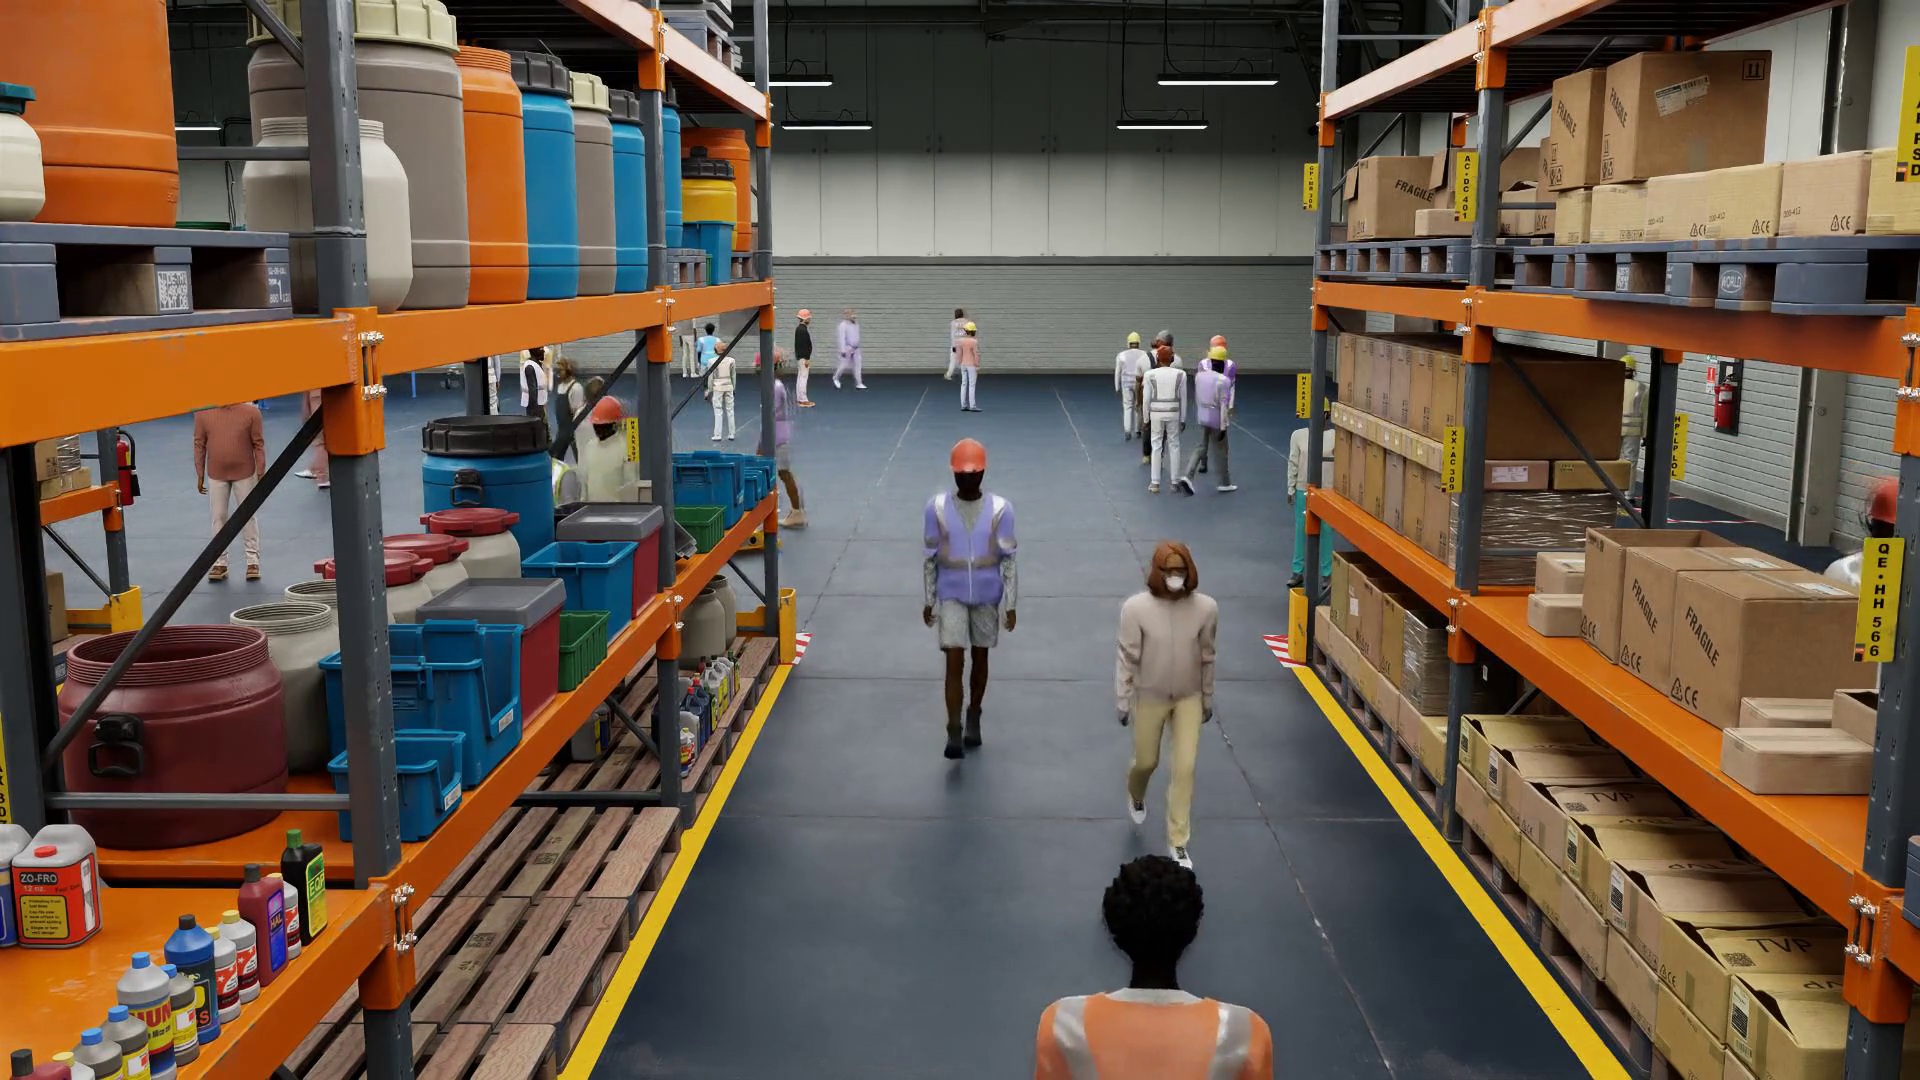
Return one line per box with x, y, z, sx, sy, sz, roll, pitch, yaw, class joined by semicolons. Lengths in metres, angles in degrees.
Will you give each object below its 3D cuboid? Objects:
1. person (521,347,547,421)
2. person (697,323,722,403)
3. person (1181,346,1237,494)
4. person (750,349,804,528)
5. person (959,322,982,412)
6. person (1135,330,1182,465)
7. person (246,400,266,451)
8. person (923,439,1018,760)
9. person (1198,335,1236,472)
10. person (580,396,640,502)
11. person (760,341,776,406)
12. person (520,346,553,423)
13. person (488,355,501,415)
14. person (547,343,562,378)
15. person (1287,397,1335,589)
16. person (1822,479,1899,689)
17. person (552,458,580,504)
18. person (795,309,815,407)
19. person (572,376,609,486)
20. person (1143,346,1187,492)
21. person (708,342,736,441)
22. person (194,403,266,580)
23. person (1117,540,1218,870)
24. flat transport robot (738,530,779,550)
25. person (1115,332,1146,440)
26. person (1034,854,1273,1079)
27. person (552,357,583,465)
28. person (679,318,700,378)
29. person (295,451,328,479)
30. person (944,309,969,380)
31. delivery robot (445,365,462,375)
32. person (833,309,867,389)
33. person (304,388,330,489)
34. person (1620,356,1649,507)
-5.863;-1.833;22.988;0.391;1.920;0.593;-1;10;-8;person
-5.286;-3.752;35.185;0.547;1.679;0.382;-3;10;-15;person
3.196;-1.533;21.284;0.905;1.894;0.606;-9;13;-43;person
-2.205;-1.120;18.473;1.003;1.995;0.639;-1;10;-9;person
0.203;-3.443;33.090;0.315;1.769;0.523;-9;13;-42;person
2.870;-2.077;24.211;0.695;2.000;0.822;5;11;28;person
-11.257;-2.322;26.170;0.646;1.832;0.495;7;12;36;person
0.063;0.361;9.903;0.569;1.896;0.930;0;9;-1;person
3.622;-1.930;23.526;0.543;1.933;0.363;1;10;4;person
-2.718;-0.187;13.116;1.075;1.930;0.627;-9;13;-44;person
-3.939;-3.546;34.106;0.286;1.631;0.501;5;11;27;person
-7.037;-2.623;27.755;0.575;1.910;0.622;1;10;8;person
-8.012;-2.671;27.922;0.601;1.948;0.387;-5;11;-27;person
-10.476;-5.110;42.918;0.487;1.844;0.523;6;11;34;person
3.235;-0.445;15.136;0.525;1.769;0.313;4;10;22;person
4.207;0.693;7.656;0.627;1.997;1.055;0;9;1;person
-3.037;0.046;12.125;0.638;1.799;0.979;2;10;14;person
-3.204;-3.753;34.264;0.393;1.991;0.626;-3;10;-17;person
-3.300;-0.542;15.258;0.488;1.924;0.649;-8;13;-41;person
2.643;-1.566;21.500;0.575;1.881;0.356;0;9;0;person
-3.953;-2.472;27.652;0.511;1.640;0.308;-6;11;-32;person
-6.802;-0.622;15.506;0.618;1.993;0.396;-2;10;-11;person
1.017;0.774;8.305;0.506;1.610;0.686;-1;10;-7;person
-2.632;0.012;16.992;1.431;0.197;0.652;-6;11;-34;flat transport robot
2.904;-2.589;27.935;0.608;1.791;0.928;1;10;9;person
0.433;1.499;3.765;0.543;1.658;0.813;1;10;8;person
-4.731;-1.336;20.353;0.916;1.812;0.523;-9;13;-44;person
-6.999;-5.123;42.859;0.513;1.865;0.329;4;10;21;person
-8.546;-1.753;22.719;1.016;1.852;0.667;-8;12;-40;person
-0.010;-4.898;41.755;0.637;1.793;0.982;-8;12;-38;person
-11.957;-4.029;39.290;0.335;0.223;0.698;-6;11;-30;delivery robot
-2.619;-4.497;39.092;0.901;1.875;0.651;8;12;39;person
-8.282;-1.640;21.916;0.693;1.886;0.773;1;10;6;person
8.058;-1.318;20.197;0.596;1.824;0.403;5;11;28;person
